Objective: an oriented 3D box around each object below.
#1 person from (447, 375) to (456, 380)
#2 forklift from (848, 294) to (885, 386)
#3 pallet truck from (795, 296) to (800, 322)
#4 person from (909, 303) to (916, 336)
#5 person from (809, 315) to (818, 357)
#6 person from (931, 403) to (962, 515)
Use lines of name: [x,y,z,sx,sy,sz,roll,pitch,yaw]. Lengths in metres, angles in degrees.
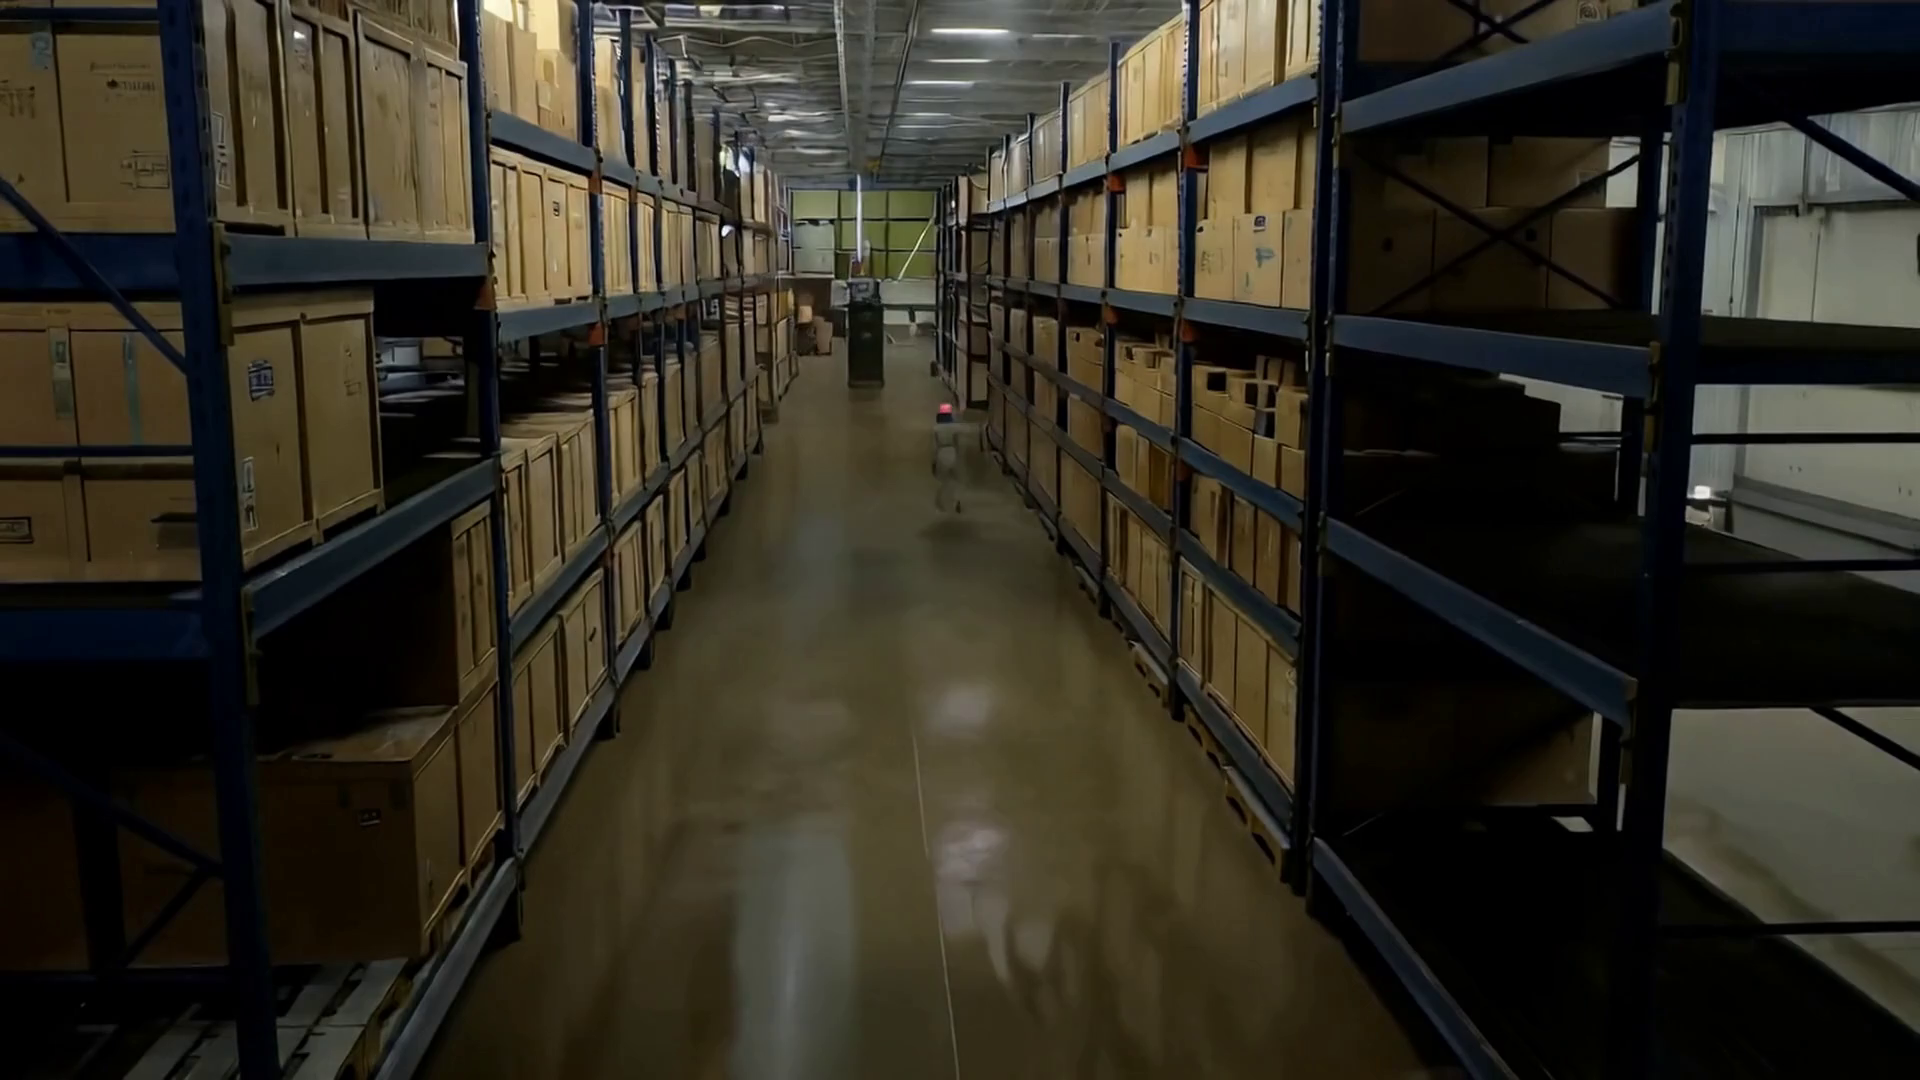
person: [-10.104,-2.496,33.192,0.502,1.594,0.837,-4,10,-24]
forklift: [-2.941,-6.267,51.900,1.129,2.768,1.873,-1,10,-3]
pallet truck: [-8.622,-12.439,91.403,1.885,1.965,0.823,2,10,13]
person: [-2.493,-11.499,86.709,0.320,1.690,0.540,3,10,19]
person: [-5.912,-8.273,67.444,0.423,1.679,0.558,-2,10,-10]
person: [-0.187,-1.205,25.089,0.486,1.725,0.653,-3,10,-16]
